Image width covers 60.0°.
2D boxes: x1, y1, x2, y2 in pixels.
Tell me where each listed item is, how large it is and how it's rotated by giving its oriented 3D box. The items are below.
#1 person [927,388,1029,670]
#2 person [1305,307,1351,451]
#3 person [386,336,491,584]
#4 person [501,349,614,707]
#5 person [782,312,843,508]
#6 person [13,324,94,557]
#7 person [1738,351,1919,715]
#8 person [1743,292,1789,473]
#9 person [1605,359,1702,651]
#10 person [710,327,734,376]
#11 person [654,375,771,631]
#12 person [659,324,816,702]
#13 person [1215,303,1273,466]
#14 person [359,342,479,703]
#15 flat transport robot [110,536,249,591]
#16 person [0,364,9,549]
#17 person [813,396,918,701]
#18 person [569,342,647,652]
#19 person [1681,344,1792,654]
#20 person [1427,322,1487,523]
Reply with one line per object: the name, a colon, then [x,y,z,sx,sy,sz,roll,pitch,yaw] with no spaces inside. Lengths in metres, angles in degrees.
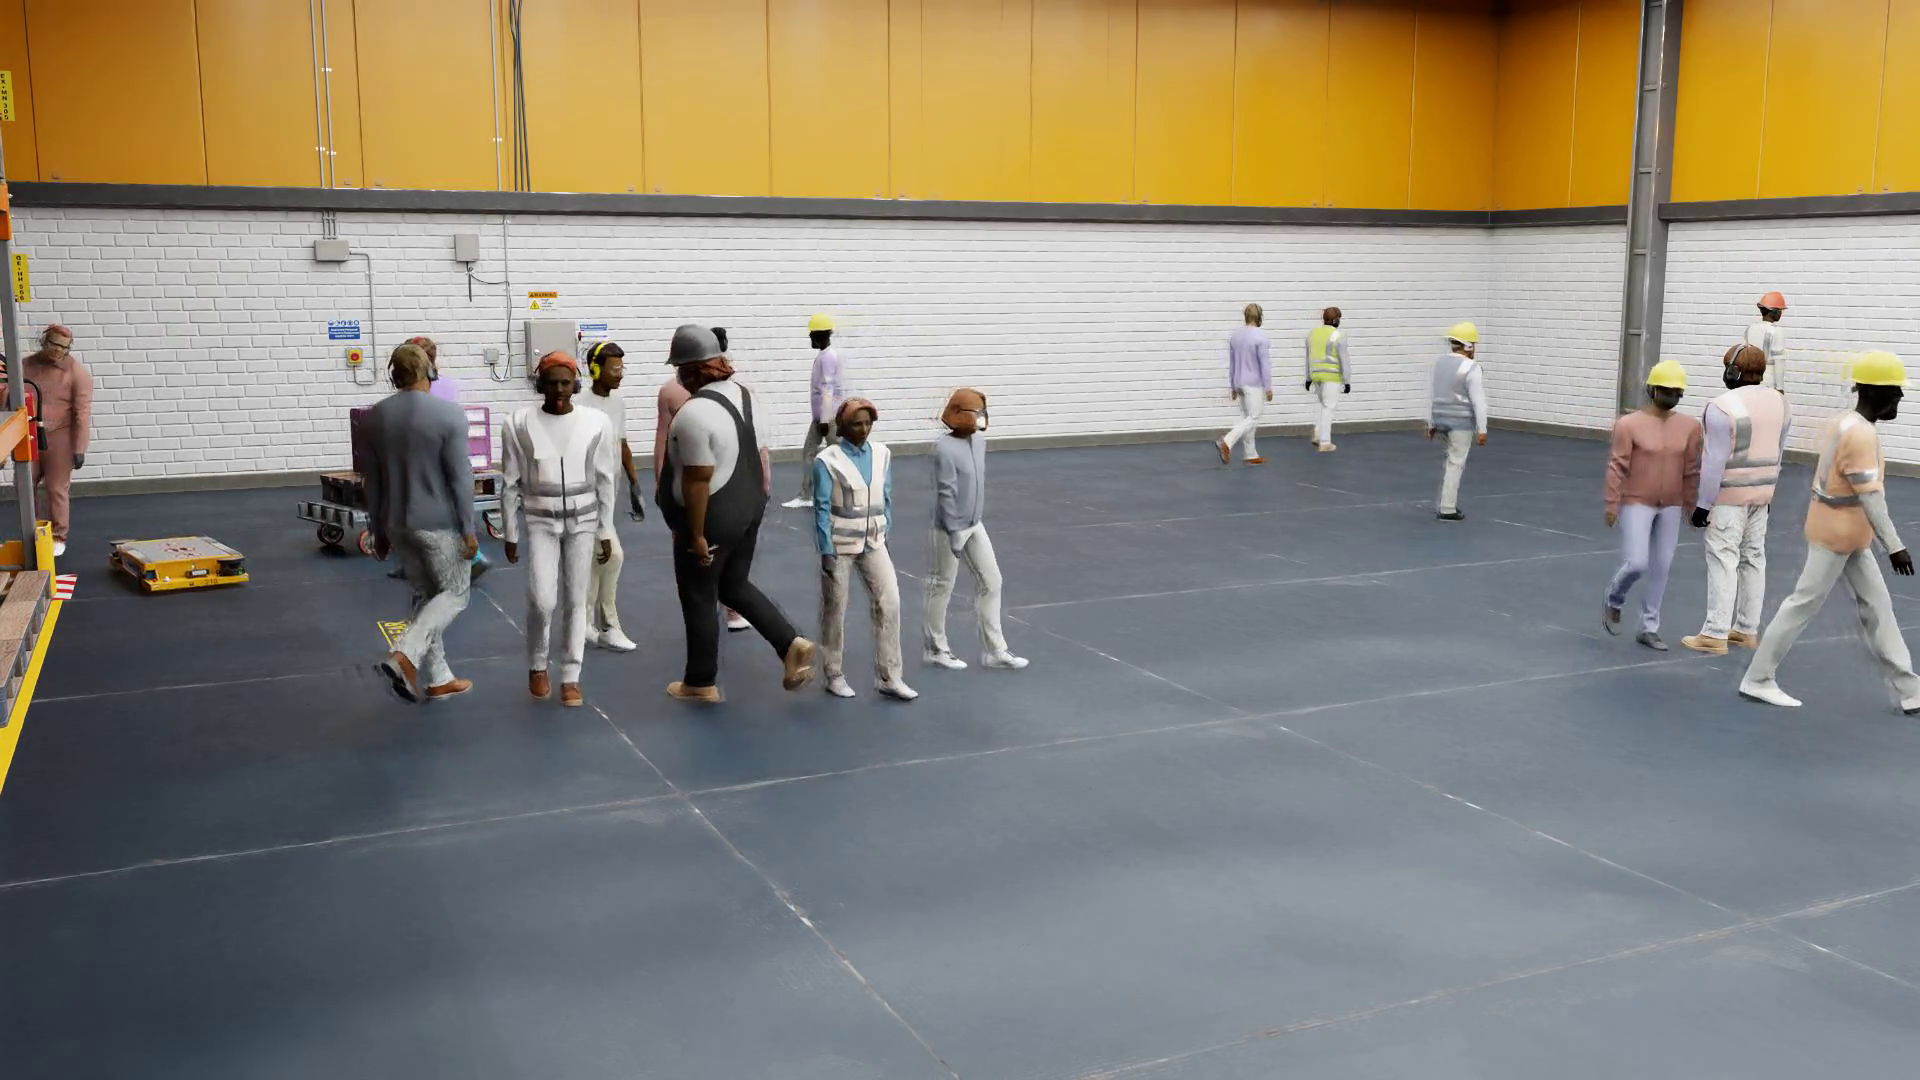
person: [0.100,-0.043,9.354,0.695,1.606,0.532,6,11,31]
person: [4.666,-2.026,21.008,0.480,1.828,0.658,-6,11,-34]
person: [-3.811,-0.569,12.043,0.887,1.811,0.566,2,9,12]
person: [-2.071,-0.049,8.629,0.571,1.863,0.413,-4,10,-22]
person: [-1.216,-1.234,15.912,0.922,1.896,0.596,-1,9,-8]
person: [-7.240,-0.781,13.203,0.737,1.860,0.394,1,9,3]
person: [4.572,-0.025,8.479,1.049,1.866,0.589,6,11,32]
person: [9.111,-1.778,18.811,0.378,2.041,0.616,-2,9,-13]
person: [4.147,-0.209,9.976,0.538,1.752,0.454,-1,9,-6]
person: [-2.498,-1.355,17.250,0.318,1.700,0.535,-5,11,-31]
person: [-1.551,-0.357,10.471,0.746,1.887,0.427,-2,9,-12]
person: [-1.207,-0.134,8.616,0.752,2.000,0.701,4,10,24]
person: [3.276,-1.778,19.215,0.755,1.916,0.636,-4,10,-25]
person: [-2.814,-0.058,8.578,0.656,1.903,0.644,4,10,22]
flat transport robot: [-5.790,0.155,12.295,0.652,0.197,1.431,-7,11,-36]
person: [-7.411,-0.700,12.446,0.601,1.950,0.691,7,11,36]
person: [-0.497,0.061,8.709,0.540,1.611,0.687,-8,12,-40]
person: [-2.088,-0.257,9.988,0.699,1.840,0.538,4,10,22]
person: [4.606,-0.242,9.906,0.627,1.844,0.429,-5,10,-27]
person: [4.540,-1.053,15.017,0.538,1.812,0.617,-4,10,-26]
